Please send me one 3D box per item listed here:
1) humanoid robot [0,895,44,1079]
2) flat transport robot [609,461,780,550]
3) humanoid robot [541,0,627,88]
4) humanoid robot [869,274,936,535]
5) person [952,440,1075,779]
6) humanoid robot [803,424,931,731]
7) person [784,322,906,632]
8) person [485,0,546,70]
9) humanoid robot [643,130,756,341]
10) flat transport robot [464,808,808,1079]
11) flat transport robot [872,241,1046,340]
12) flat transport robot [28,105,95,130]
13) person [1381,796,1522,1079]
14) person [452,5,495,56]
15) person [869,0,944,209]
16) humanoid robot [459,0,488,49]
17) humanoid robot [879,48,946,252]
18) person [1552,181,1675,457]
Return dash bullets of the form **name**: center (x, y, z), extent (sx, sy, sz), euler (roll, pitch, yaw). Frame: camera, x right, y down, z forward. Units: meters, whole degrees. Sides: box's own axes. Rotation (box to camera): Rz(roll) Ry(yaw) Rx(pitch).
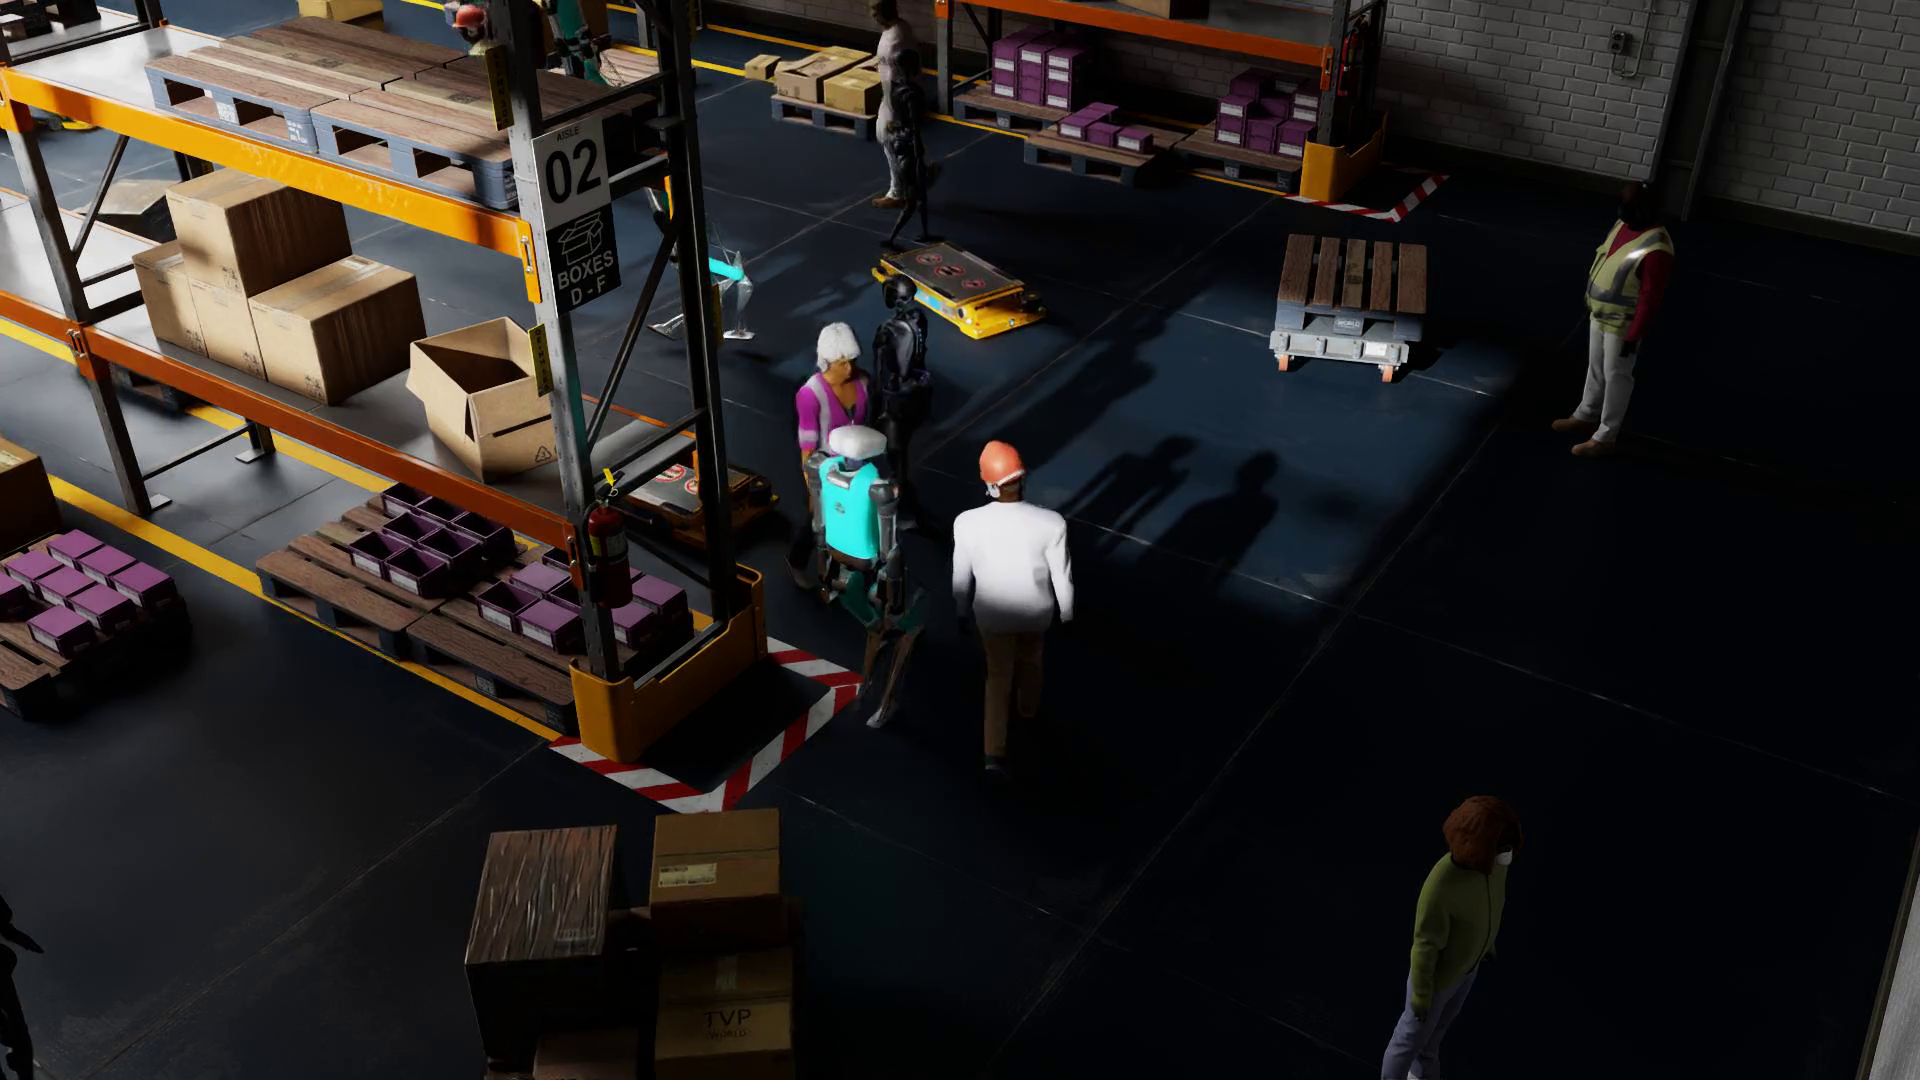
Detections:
- **humanoid robot**: center (-3.625, 1.610, 6.103), extent (0.306, 1.651, 0.608), euler (-2, 33, -3)
- **flat transport robot**: center (-1.893, -0.352, 10.414), extent (1.431, 0.231, 0.659), euler (20, 38, 28)
- **humanoid robot**: center (-3.281, -4.274, 15.093), extent (0.804, 1.760, 0.536), euler (9, 34, 14)
- **humanoid robot**: center (-0.358, -0.798, 9.823), extent (0.502, 1.651, 0.594), euler (17, 37, 25)
- **person**: center (0.253, 0.342, 8.030), extent (0.585, 1.715, 0.758), euler (1, 33, 2)
- **humanoid robot**: center (-0.378, 0.191, 8.280), extent (0.530, 1.853, 0.663), euler (22, 39, 30)
- **person**: center (-0.694, -0.394, 9.067), extent (0.505, 1.810, 0.888), euler (-23, 39, -31)
- **person**: center (-4.028, -4.208, 14.846), extent (0.705, 1.903, 0.457), euler (-2, 33, -3)
- **humanoid robot**: center (-1.794, -2.111, 11.785), extent (1.021, 1.705, 0.551), euler (6, 34, 9)
- **flat transport robot**: center (-1.209, 2.095, 6.653), extent (0.659, 0.231, 1.431), euler (-3, 33, -5)
- **flat transport robot**: center (-0.026, -1.960, 12.886), extent (0.659, 0.231, 1.431), euler (-21, 39, -29)
- **flat transport robot**: center (-9.051, -4.297, 16.478), extent (1.431, 0.231, 0.659), euler (7, 34, 10)
- **person**: center (1.828, 1.586, 6.180), extent (0.498, 1.634, 0.281), euler (-27, 42, -35)
- **person**: center (-4.099, -3.694, 14.223), extent (0.878, 1.703, 0.578), euler (-5, 33, -8)
- **person**: center (-0.478, -3.685, 14.035), extent (0.549, 1.903, 0.699), euler (2, 33, 3)
- **humanoid robot**: center (-4.714, -5.115, 16.398), extent (0.543, 1.752, 0.946), euler (-24, 40, -32)
- **humanoid robot**: center (-0.394, -3.136, 13.417), extent (0.608, 1.640, 0.590), euler (-7, 34, -10)
- **person**: center (4.179, -1.406, 10.599), extent (0.431, 1.839, 0.618), euler (-2, 33, -3)
